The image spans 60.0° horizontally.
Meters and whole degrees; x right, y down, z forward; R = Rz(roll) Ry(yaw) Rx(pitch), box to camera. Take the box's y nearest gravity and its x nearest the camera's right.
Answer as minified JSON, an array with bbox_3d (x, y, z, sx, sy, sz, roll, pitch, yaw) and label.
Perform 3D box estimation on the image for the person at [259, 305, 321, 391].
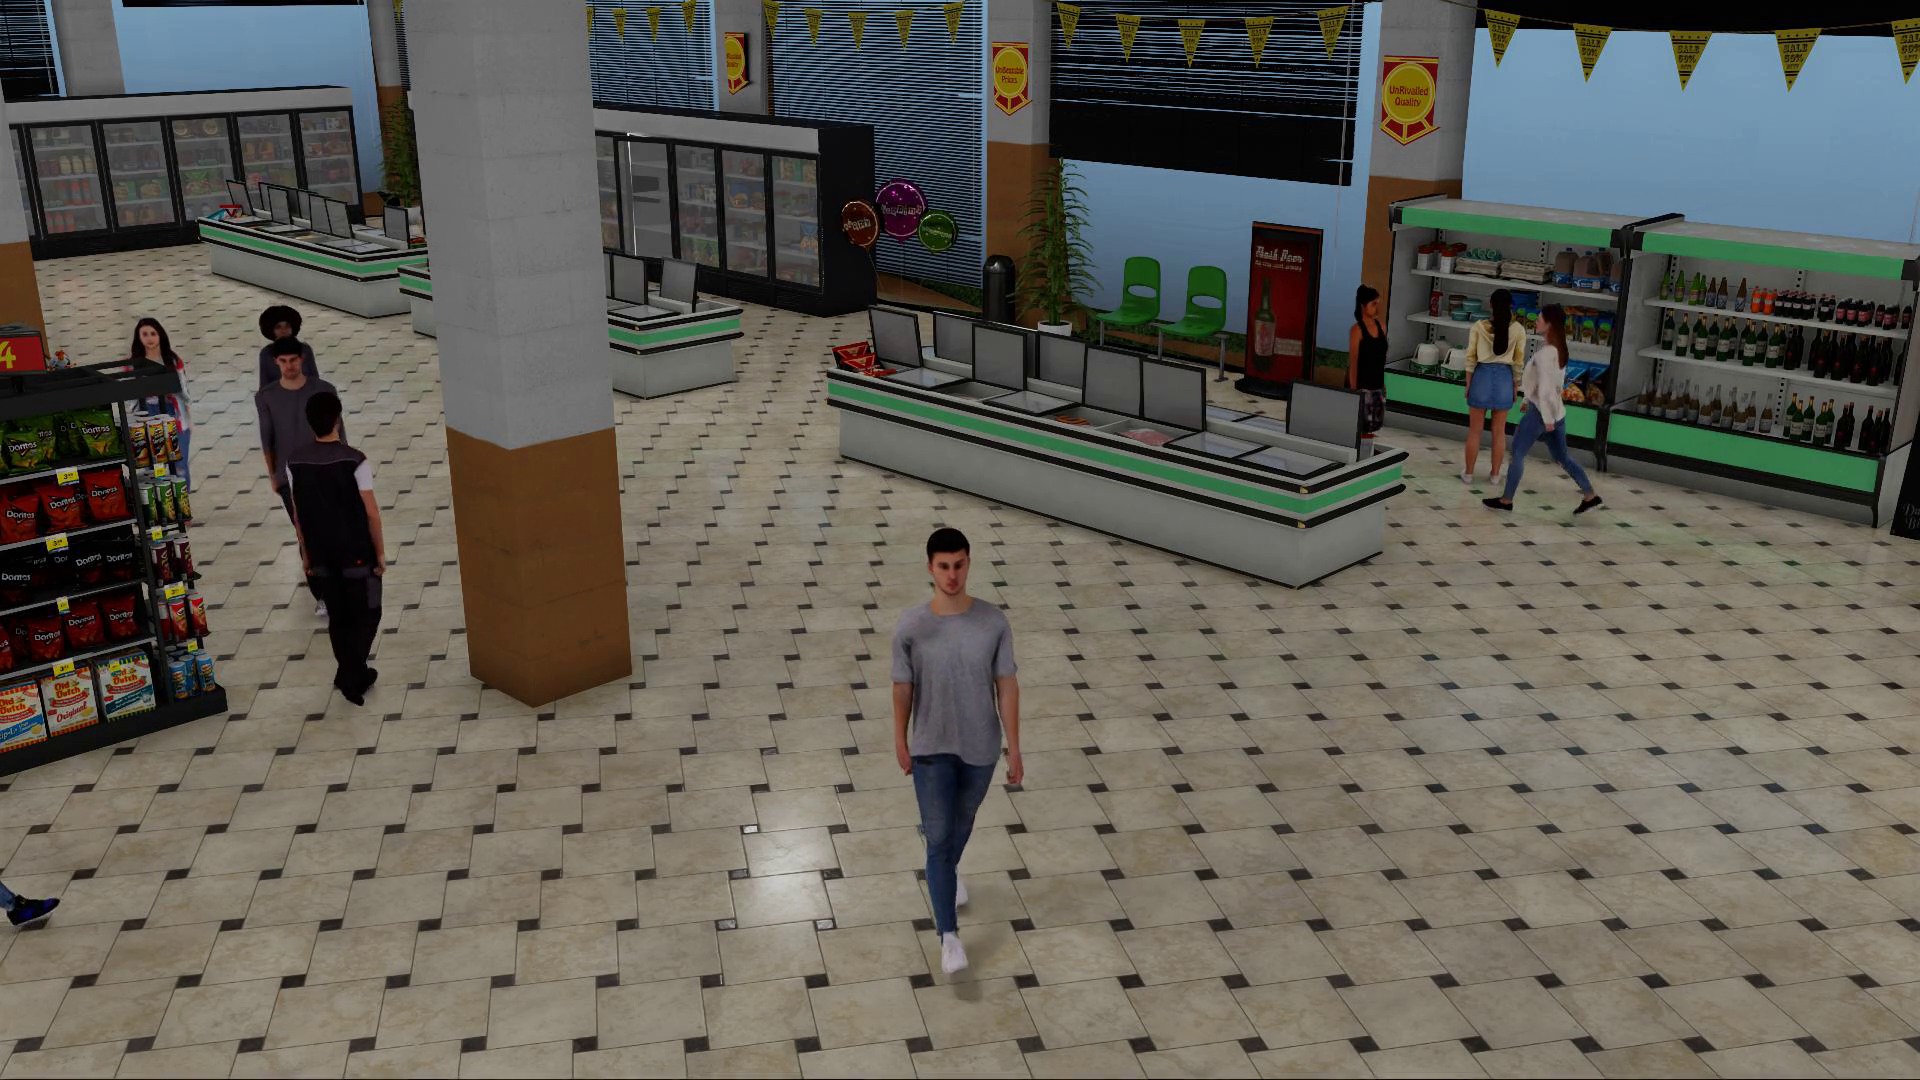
[{"bbox_3d":[-5.097,-0.956,12.718,0.685,1.700,0.674,-10,21,-27],"label":"person"}]

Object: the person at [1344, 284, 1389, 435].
[{"bbox_3d":[3.304,-1.293,13.786,0.635,1.656,0.809,-16,24,-39],"label":"person"}]

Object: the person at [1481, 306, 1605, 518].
[{"bbox_3d":[4.570,-0.936,12.728,1.159,1.654,0.734,13,23,34],"label":"person"}]

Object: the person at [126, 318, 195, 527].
[{"bbox_3d":[-6.109,-0.914,12.745,0.679,1.603,0.783,-12,22,-31],"label":"person"}]

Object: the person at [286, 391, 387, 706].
[{"bbox_3d":[-3.529,0.097,9.388,0.989,1.833,1.039,1,19,2],"label":"person"}]

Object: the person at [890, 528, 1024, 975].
[{"bbox_3d":[-0.031,0.838,7.171,1.060,1.845,1.281,-5,19,-14],"label":"person"}]

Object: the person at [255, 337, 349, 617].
[{"bbox_3d":[-4.327,-0.452,11.036,0.986,1.819,1.208,-8,20,-22],"label":"person"}]

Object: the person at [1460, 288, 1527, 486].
[{"bbox_3d":[4.392,-1.266,13.743,0.674,1.632,0.775,4,19,11],"label":"person"}]
